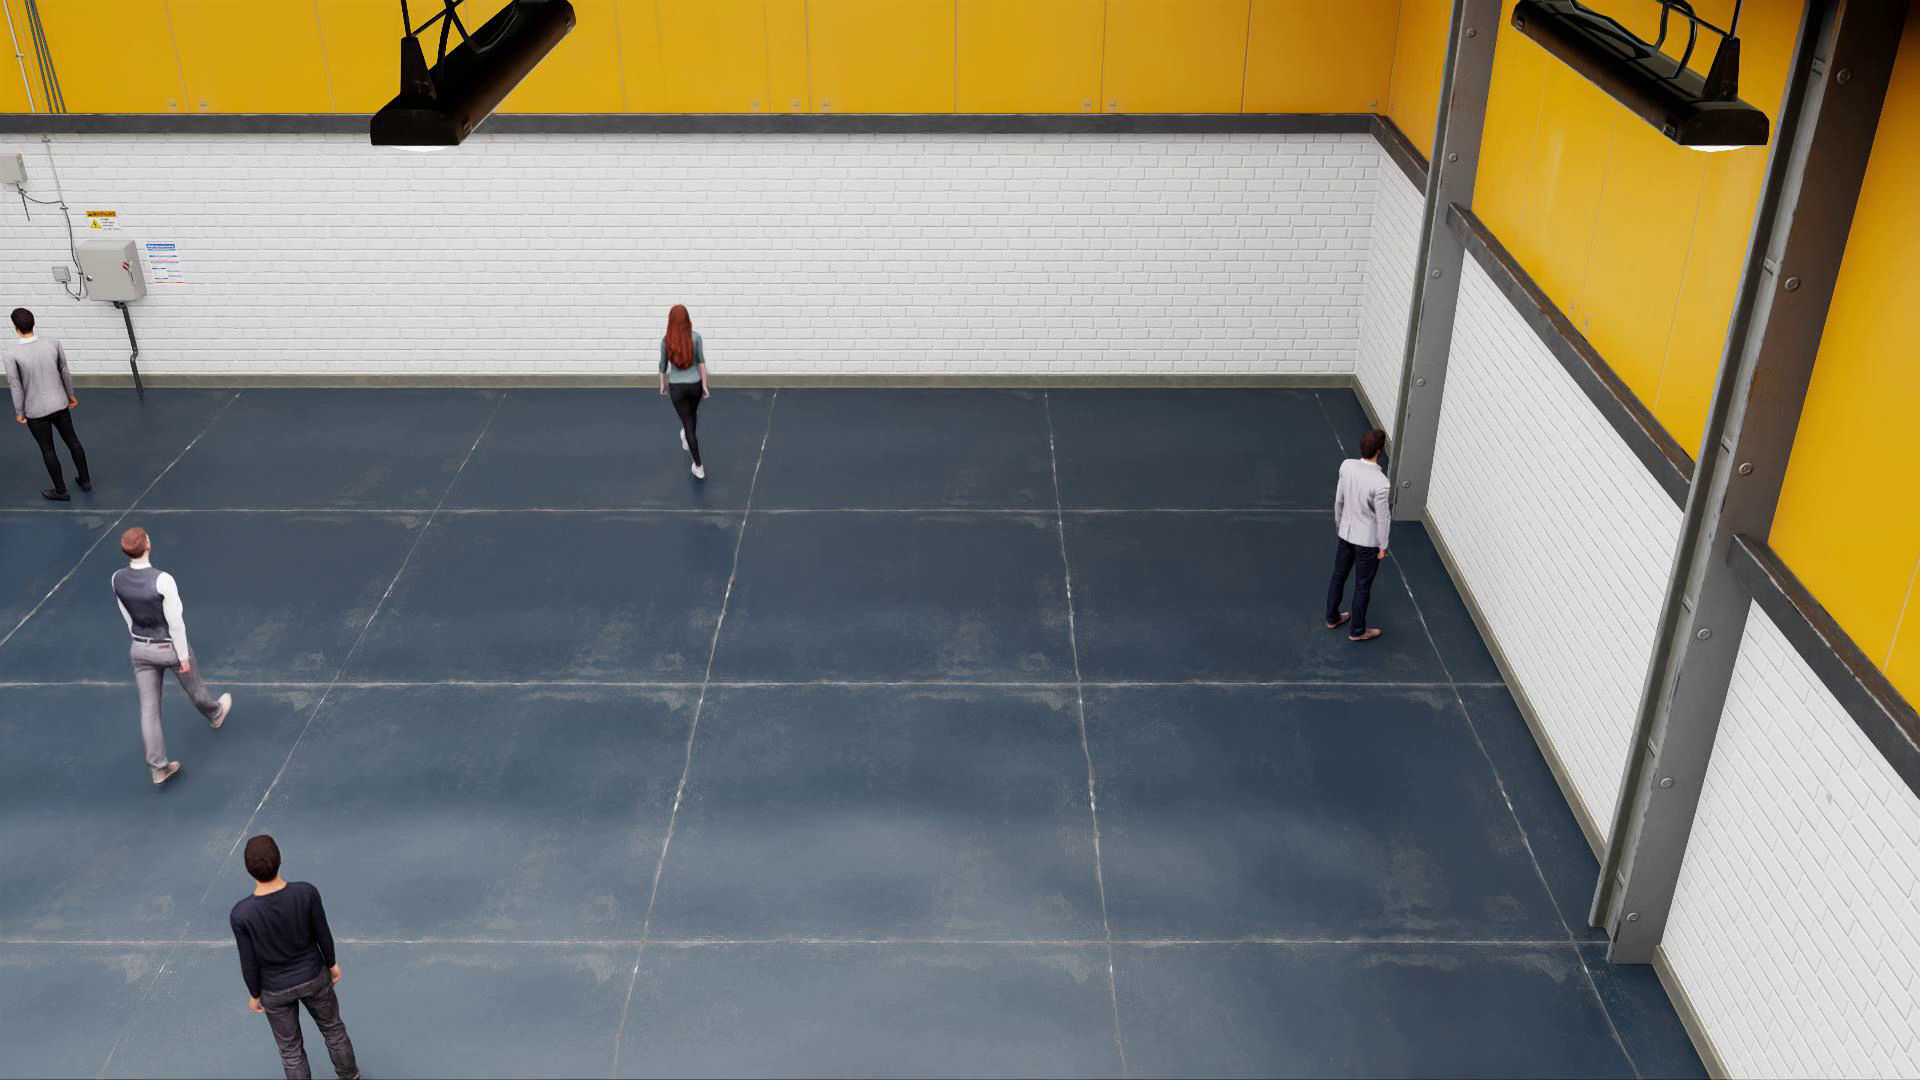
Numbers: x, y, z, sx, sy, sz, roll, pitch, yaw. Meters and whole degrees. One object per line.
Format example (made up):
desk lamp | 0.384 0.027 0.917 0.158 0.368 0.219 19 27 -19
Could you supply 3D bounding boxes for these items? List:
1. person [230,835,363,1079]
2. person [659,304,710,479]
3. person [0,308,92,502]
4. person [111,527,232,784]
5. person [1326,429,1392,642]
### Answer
person | -3.644 2.408 9.099 0.719 1.868 0.733 -18 34 -30
person | -2.676 -1.419 16.304 0.875 1.689 1.209 -10 30 -17
person | -8.705 -1.298 15.837 0.902 1.923 0.783 17 33 28
person | -5.789 0.848 11.937 0.773 1.891 1.298 3 29 5
person | 3.276 -0.053 13.630 0.823 1.850 0.719 -19 34 -31
